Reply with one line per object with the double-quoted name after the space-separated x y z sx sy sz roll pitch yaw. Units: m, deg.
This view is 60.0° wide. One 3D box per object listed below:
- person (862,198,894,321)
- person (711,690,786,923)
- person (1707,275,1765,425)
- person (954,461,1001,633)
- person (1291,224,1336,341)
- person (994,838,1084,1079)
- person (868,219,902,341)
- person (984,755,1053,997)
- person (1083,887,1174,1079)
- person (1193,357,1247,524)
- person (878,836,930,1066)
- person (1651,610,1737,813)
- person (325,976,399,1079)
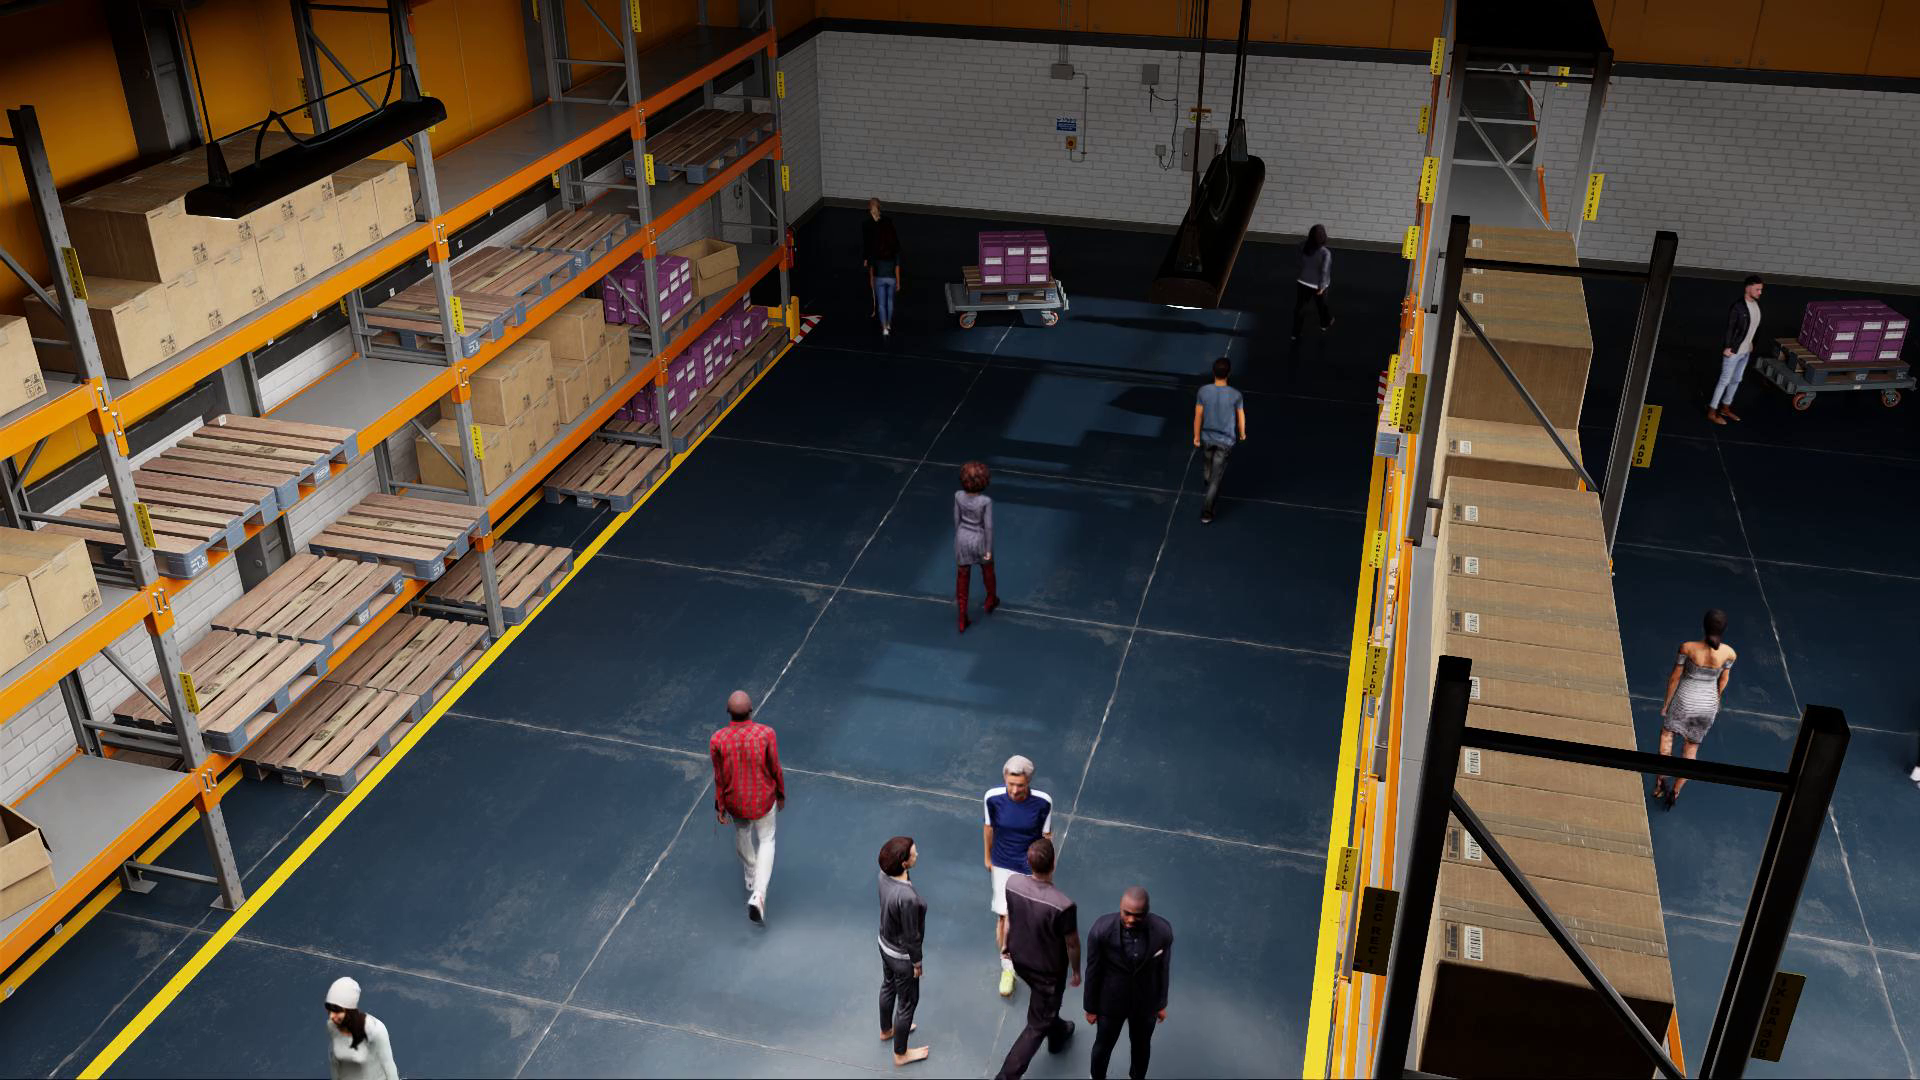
-1.122 -3.870 22.884 0.684 1.705 0.715 -11 31 -20 "person"
-1.543 1.932 12.147 0.812 1.800 1.127 0 29 0 "person"
9.282 -2.291 19.859 0.712 1.830 0.778 -16 33 -27 "person"
0.084 0.094 15.633 0.666 1.689 0.900 10 30 18 "person"
4.659 -3.406 22.186 0.936 1.558 1.132 22 36 35 "person"
0.459 2.771 10.602 1.087 1.807 1.300 25 37 38 "person"
-1.005 -3.462 22.244 0.845 1.601 1.059 -4 29 -6 "person"
0.418 2.209 11.644 0.805 1.797 1.237 1 29 2 "person"
1.049 2.876 10.399 0.765 1.817 0.712 -2 29 -3 "person"
2.701 -1.022 17.590 0.799 1.775 1.123 14 32 24 "person"
-0.399 2.656 10.855 0.724 1.768 0.670 -16 33 -27 "person"
5.783 1.400 13.111 0.604 1.811 0.620 7 29 13 "person"
-3.496 3.227 9.947 0.604 1.634 0.643 9 30 16 "person"
